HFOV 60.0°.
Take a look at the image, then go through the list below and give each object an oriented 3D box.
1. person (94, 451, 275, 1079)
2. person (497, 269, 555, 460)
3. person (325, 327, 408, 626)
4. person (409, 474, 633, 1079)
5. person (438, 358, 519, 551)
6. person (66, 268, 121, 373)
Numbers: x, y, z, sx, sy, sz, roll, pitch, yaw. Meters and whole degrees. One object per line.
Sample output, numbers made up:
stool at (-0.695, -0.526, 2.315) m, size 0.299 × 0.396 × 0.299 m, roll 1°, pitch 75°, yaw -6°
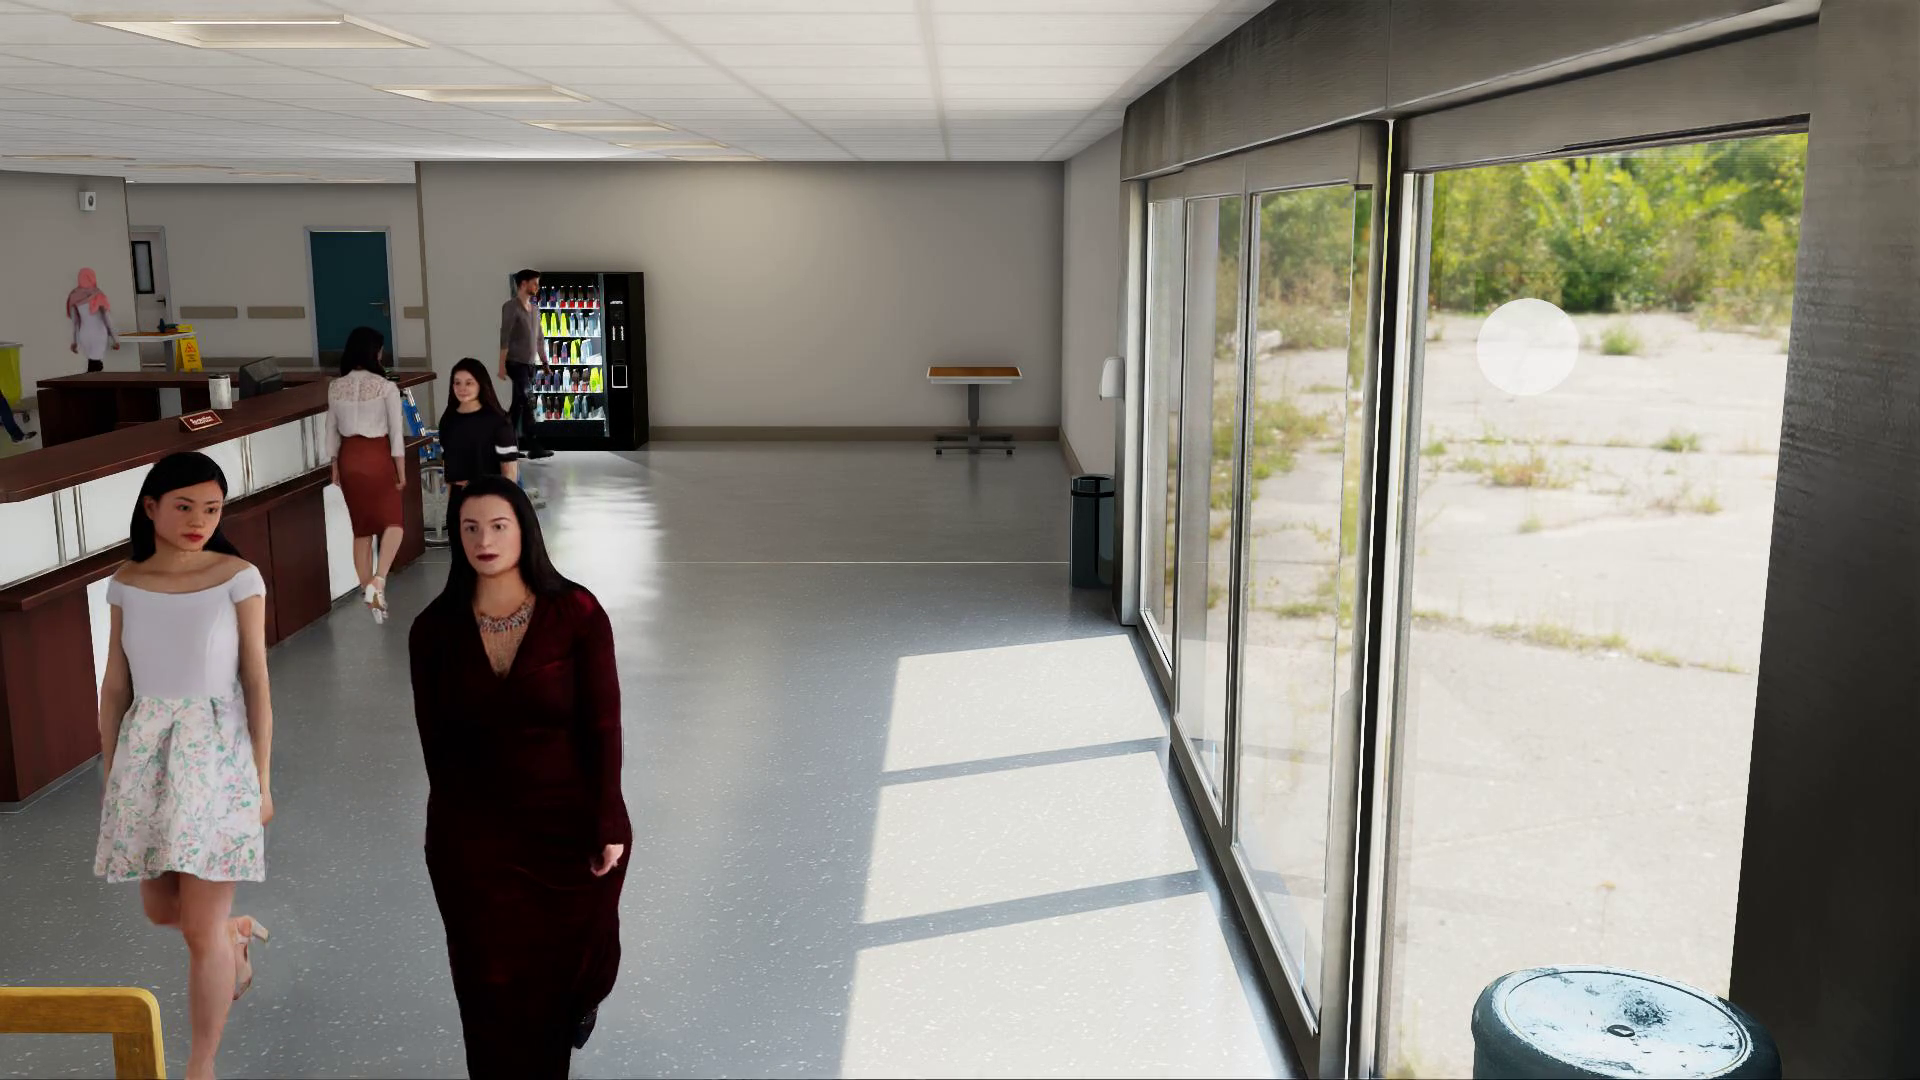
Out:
person at (-1.980, 0.650, 4.377) m, size 0.909 × 1.742 × 0.704 m, roll 0°, pitch 11°, yaw -1°
person at (-4.461, -1.733, 16.581) m, size 1.073 × 1.875 × 0.923 m, roll 4°, pitch 12°, yaw 22°
person at (-3.443, -0.342, 9.615) m, size 0.544 × 1.737 × 0.667 m, roll 0°, pitch 11°, yaw 0°
person at (-1.062, 0.702, 4.163) m, size 1.085 × 1.719 × 0.859 m, roll -2°, pitch 11°, yaw -11°
person at (-2.605, -0.183, 9.186) m, size 1.071 × 1.585 × 0.726 m, roll 1°, pitch 11°, yaw 4°
person at (-10.793, -2.434, 20.620) m, size 1.099 × 1.746 × 0.710 m, roll 0°, pitch 11°, yaw 1°
